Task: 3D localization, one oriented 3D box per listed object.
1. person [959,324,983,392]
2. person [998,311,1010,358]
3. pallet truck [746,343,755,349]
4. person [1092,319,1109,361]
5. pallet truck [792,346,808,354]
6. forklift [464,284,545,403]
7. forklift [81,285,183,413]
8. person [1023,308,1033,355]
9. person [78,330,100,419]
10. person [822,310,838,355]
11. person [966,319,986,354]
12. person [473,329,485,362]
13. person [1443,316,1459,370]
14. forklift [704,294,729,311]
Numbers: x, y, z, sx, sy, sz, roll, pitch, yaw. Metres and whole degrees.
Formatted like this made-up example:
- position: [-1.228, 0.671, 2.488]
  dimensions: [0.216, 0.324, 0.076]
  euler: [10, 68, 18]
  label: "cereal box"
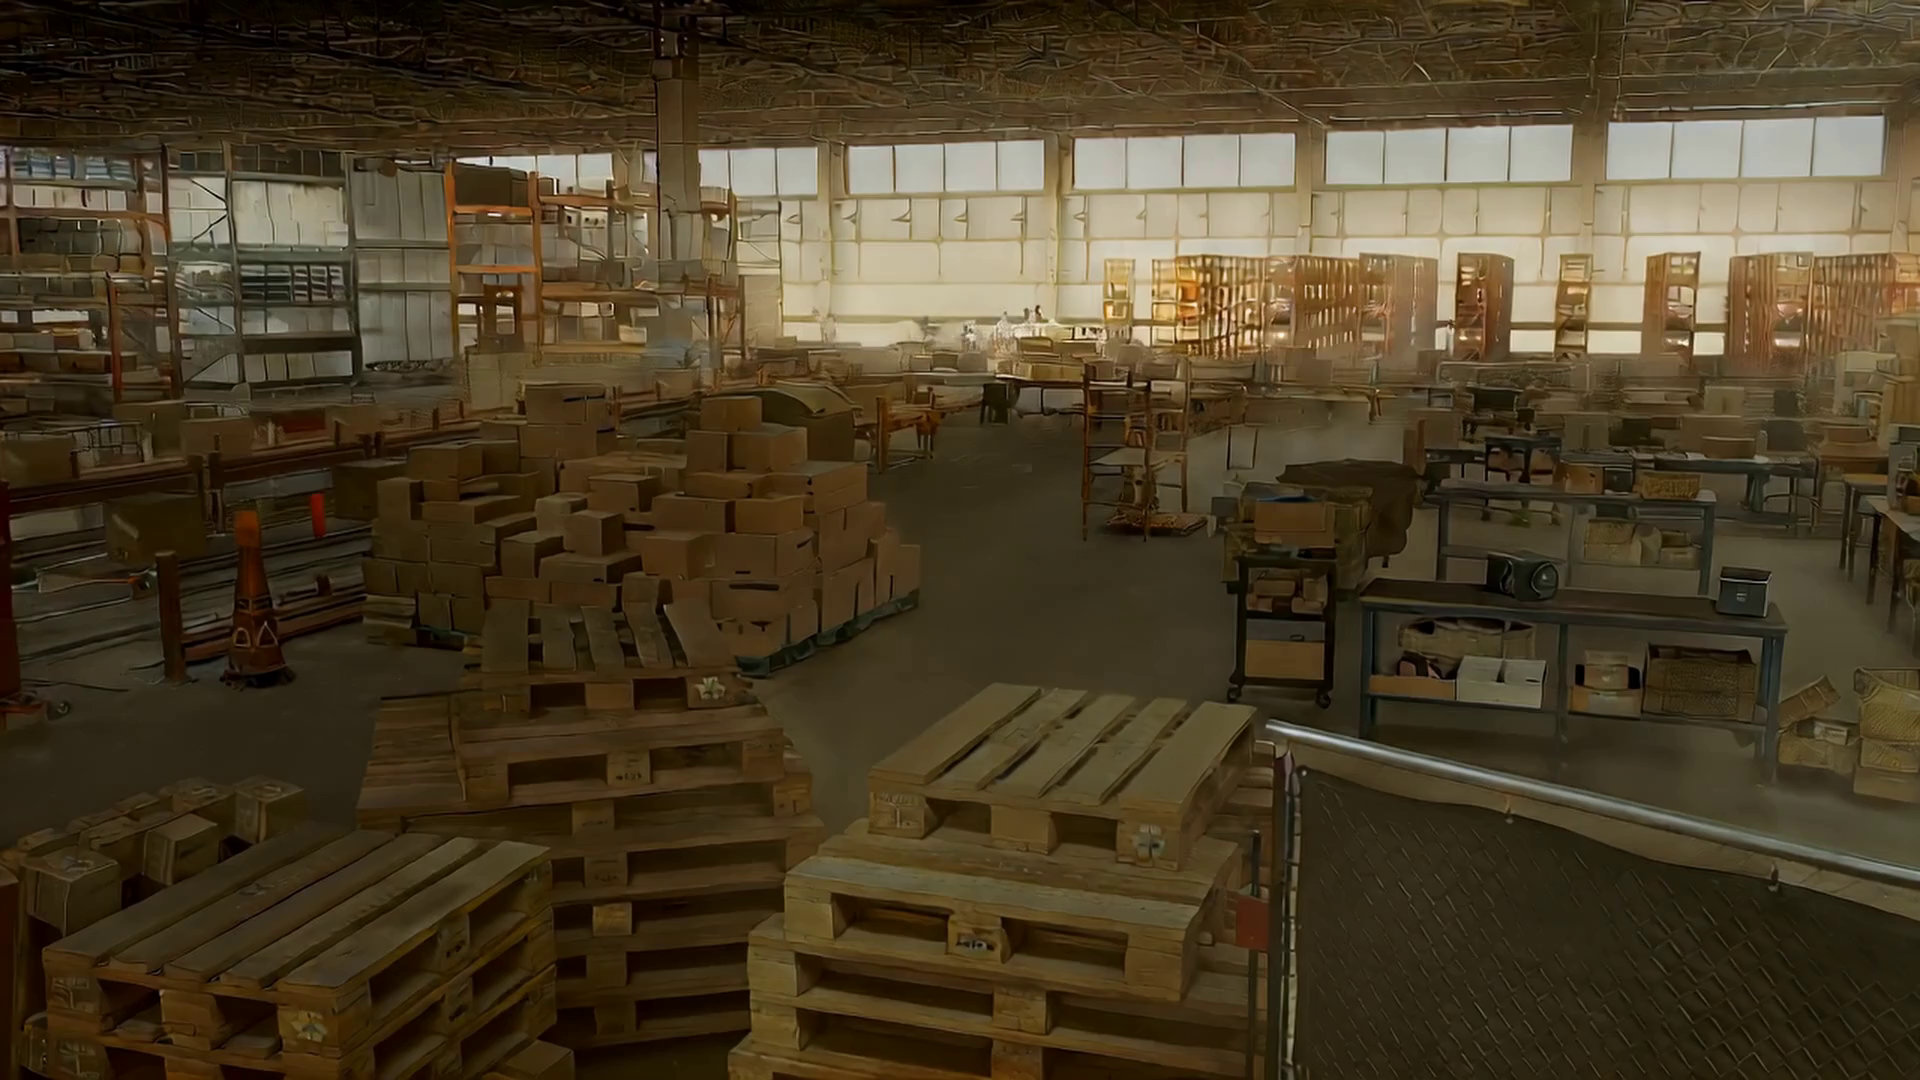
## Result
- position: [0.202, -4.035, 38.484]
  dimensions: [0.996, 1.890, 0.623]
  euler: [2, 9, 15]
  label: "person"
- position: [1.609, -7.514, 60.865]
  dimensions: [0.485, 1.735, 0.346]
  euler: [-5, 11, -31]
  label: "person"
- position: [-6.183, -4.618, 44.264]
  dimensions: [1.601, 1.201, 0.680]
  euler: [-9, 12, -43]
  label: "pallet truck"
- position: [3.991, -5.269, 46.528]
  dimensions: [0.588, 1.805, 0.906]
  euler: [-5, 10, -29]
  label: "person"
- position: [-3.705, -4.298, 42.022]
  dimensions: [0.653, 1.274, 1.630]
  euler: [3, 10, 20]
  label: "pallet truck"
- position: [-10.832, -4.702, 39.610]
  dimensions: [1.129, 2.768, 1.873]
  euler: [3, 10, 20]
  label: "forklift"
- position: [-18.025, -4.148, 36.133]
  dimensions: [1.873, 2.768, 1.129]
  euler: [3, 10, 20]
  label: "forklift"
- position: [2.271, -6.875, 56.290]
  dimensions: [0.407, 1.913, 0.641]
  euler: [1, 9, 5]
  label: "person"
- position: [-18.296, -3.485, 35.067]
  dimensions: [0.613, 1.885, 0.680]
  euler: [2, 9, 12]
  label: "person"
- position: [-4.964, -7.866, 63.171]
  dimensions: [0.586, 1.699, 0.925]
  euler: [-5, 10, -27]
  label: "person"
- position: [0.451, -5.194, 45.977]
  dimensions: [0.591, 1.834, 0.404]
  euler: [6, 11, 31]
  label: "person"
- position: [-12.040, -4.482, 41.967]
  dimensions: [0.321, 1.694, 0.535]
  euler: [8, 12, 40]
  label: "person"
- position: [15.044, -5.907, 50.552]
  dimensions: [0.766, 1.803, 0.598]
  euler: [9, 13, 44]
  label: "person"
- position: [-7.697, -6.682, 52.046]
  dimensions: [1.129, 2.768, 1.873]
  euler: [-5, 10, -27]
  label: "forklift"
